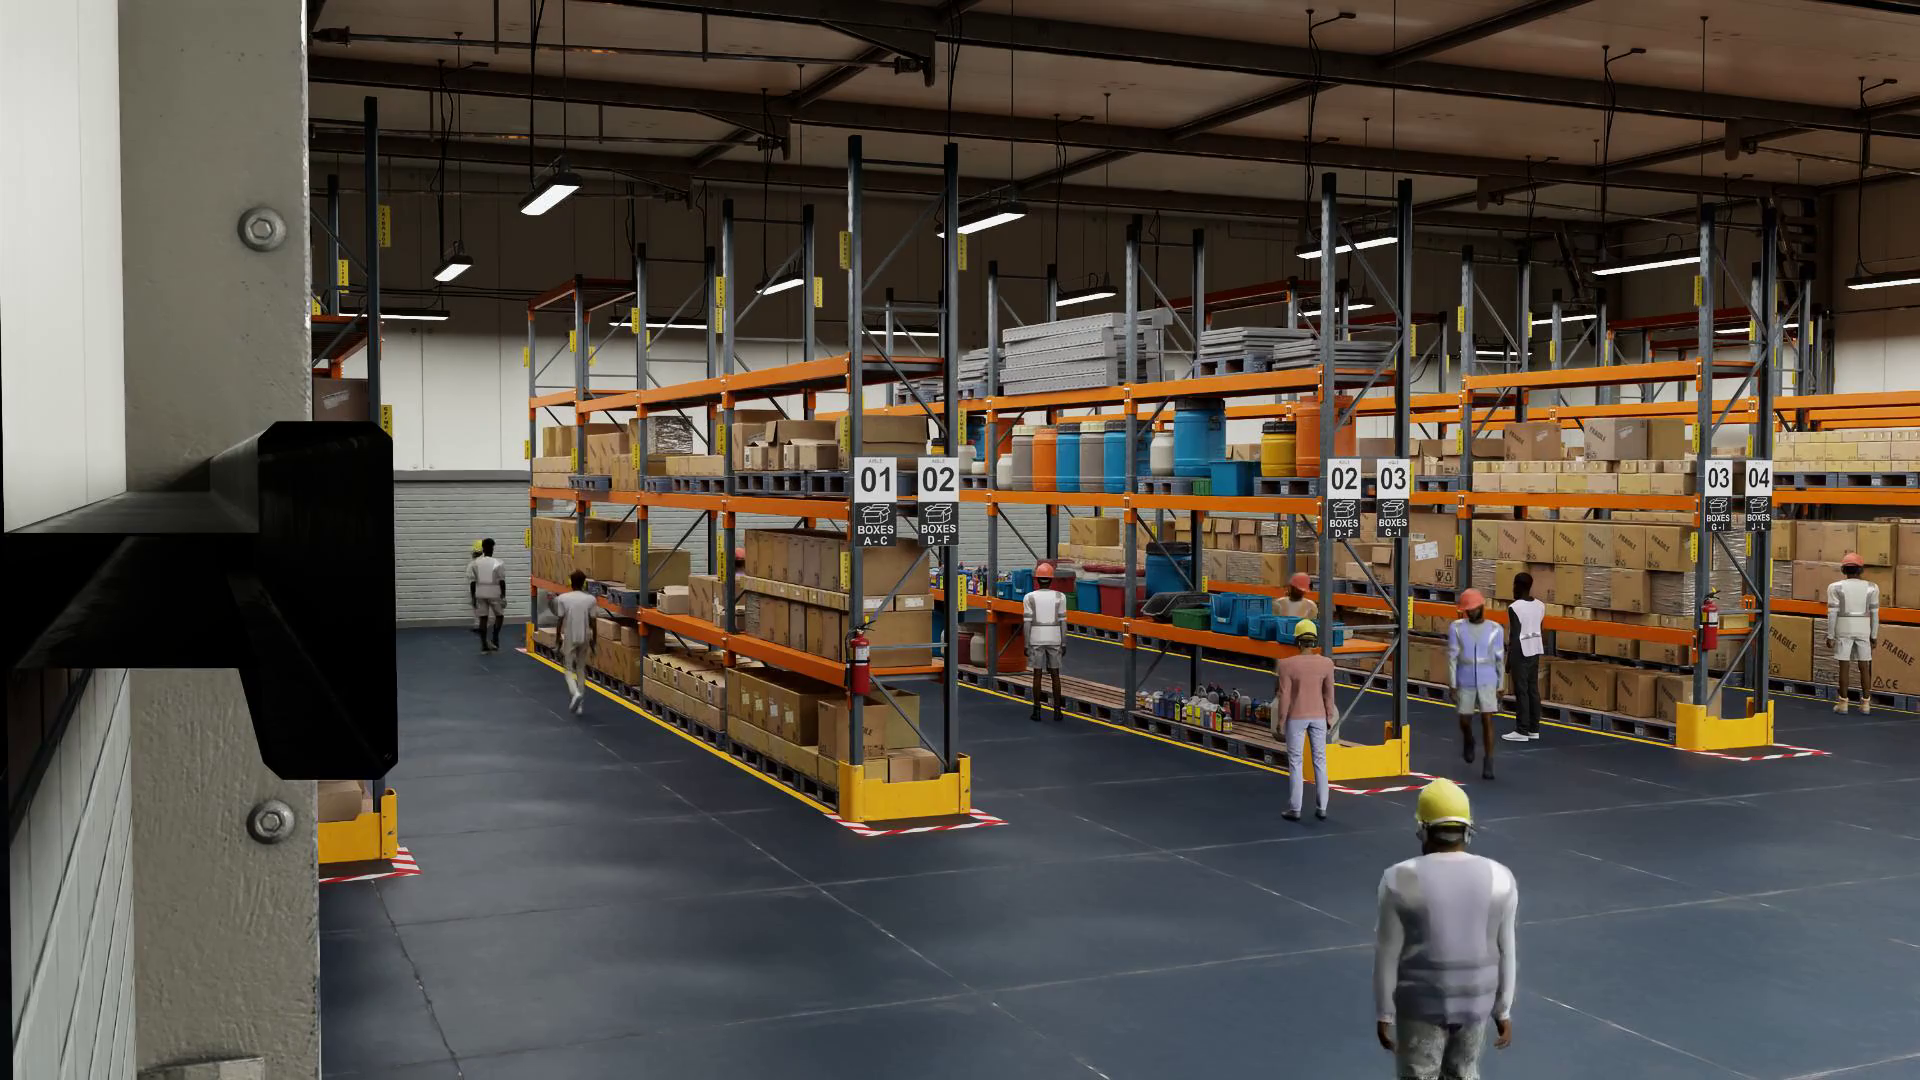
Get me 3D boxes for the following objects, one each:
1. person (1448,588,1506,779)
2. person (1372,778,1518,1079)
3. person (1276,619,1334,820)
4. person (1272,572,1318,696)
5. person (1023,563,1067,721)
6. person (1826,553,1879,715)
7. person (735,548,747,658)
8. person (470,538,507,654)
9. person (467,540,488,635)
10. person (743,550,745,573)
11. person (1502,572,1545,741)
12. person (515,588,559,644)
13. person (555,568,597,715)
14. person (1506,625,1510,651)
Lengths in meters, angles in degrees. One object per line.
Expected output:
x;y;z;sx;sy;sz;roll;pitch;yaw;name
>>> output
5.252;1.423;18.183;0.573;1.908;0.676;1;2;19;person
1.986;1.887;7.297;0.599;1.814;0.700;0;2;-5;person
3.043;1.582;15.814;0.535;1.767;0.315;0;2;-12;person
3.953;1.313;21.182;0.573;1.890;0.519;1;2;23;person
1.051;1.254;22.144;0.542;1.939;0.363;0;2;0;person
11.309;1.182;22.726;0.609;2.040;0.395;0;2;12;person
-3.096;1.118;24.726;0.636;2.009;0.924;-1;2;-22;person
-7.931;0.940;30.186;0.642;1.945;0.523;0;2;4;person
-9.109;0.890;33.802;0.406;1.784;0.700;-2;3;-37;person
-3.999;0.821;33.156;0.773;1.964;0.632;-1;2;-21;person
6.450;1.329;20.470;0.590;1.919;0.392;-2;3;-40;person
-7.377;0.913;31.655;1.020;1.889;0.646;0;2;-1;person
-4.819;1.283;22.531;0.540;1.851;0.533;-1;2;-22;person
8.150;1.260;26.050;0.534;1.624;0.608;-2;3;-43;person
